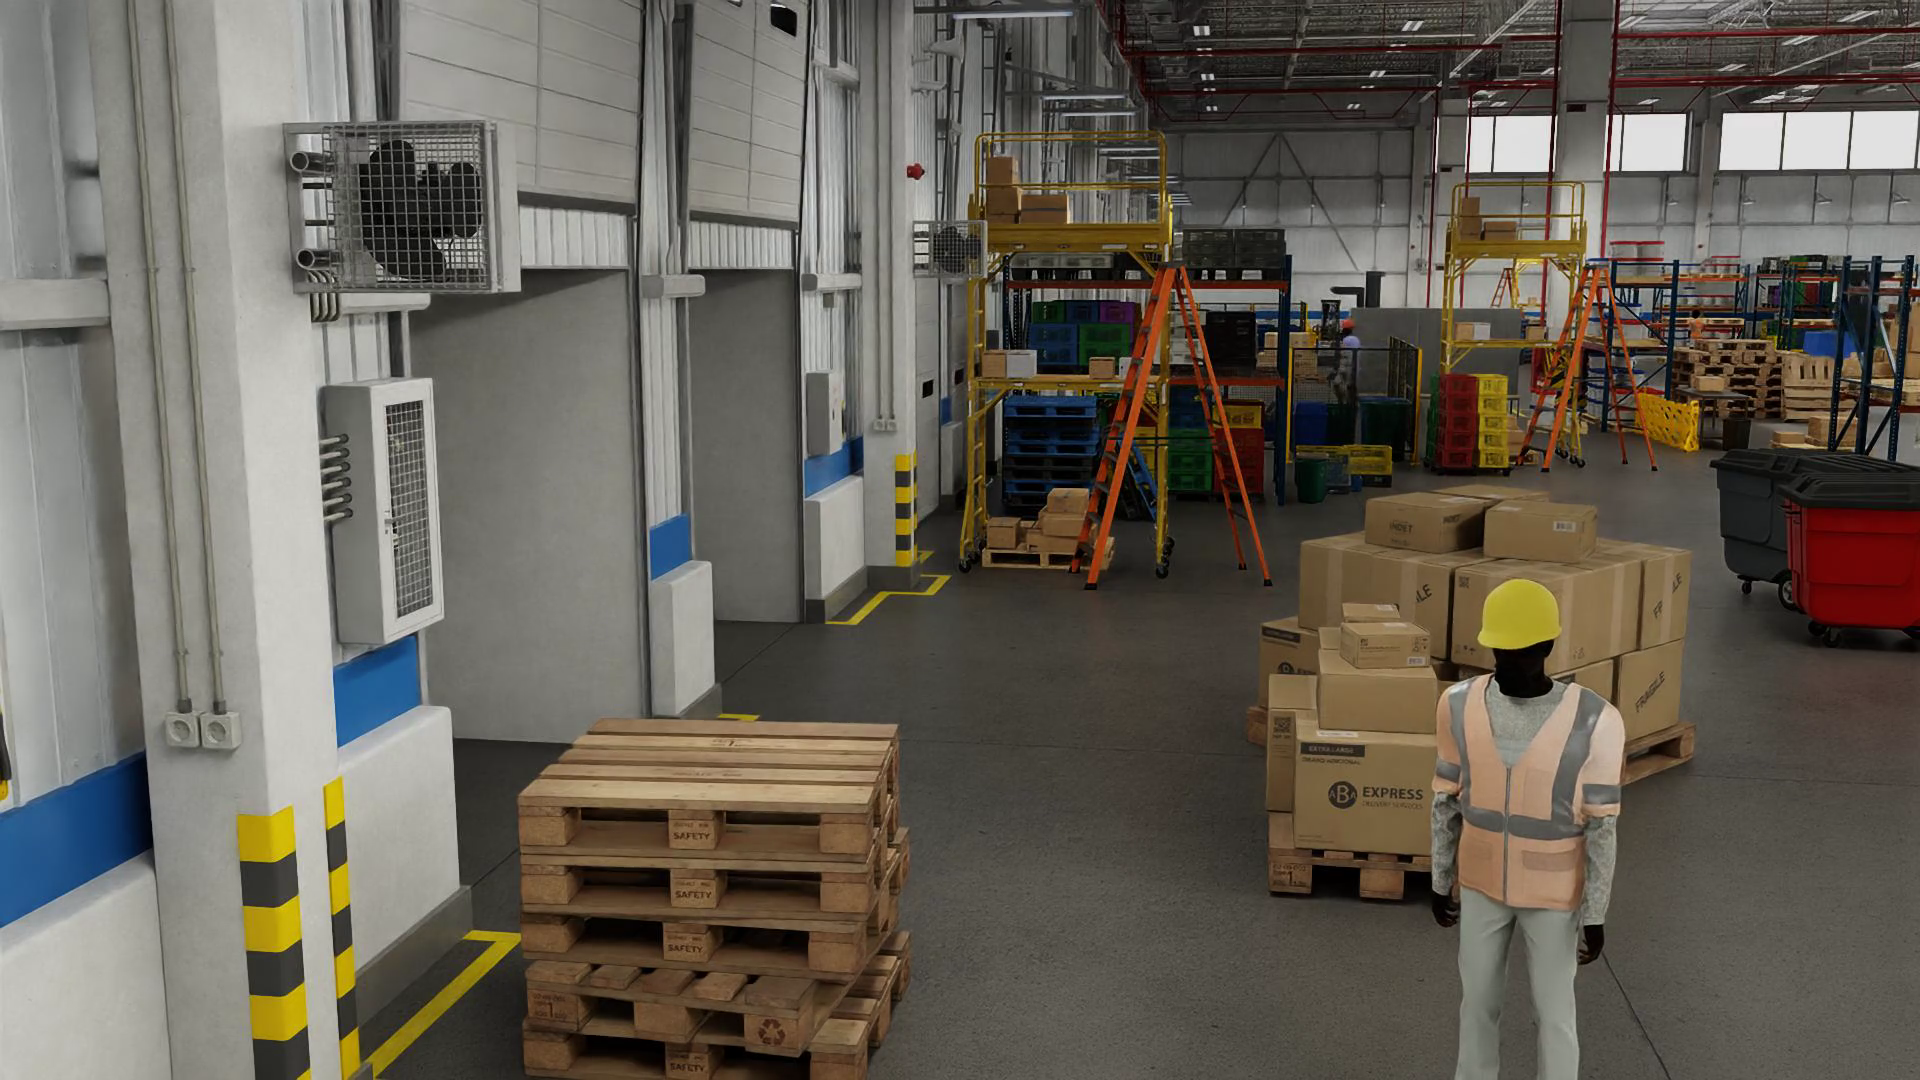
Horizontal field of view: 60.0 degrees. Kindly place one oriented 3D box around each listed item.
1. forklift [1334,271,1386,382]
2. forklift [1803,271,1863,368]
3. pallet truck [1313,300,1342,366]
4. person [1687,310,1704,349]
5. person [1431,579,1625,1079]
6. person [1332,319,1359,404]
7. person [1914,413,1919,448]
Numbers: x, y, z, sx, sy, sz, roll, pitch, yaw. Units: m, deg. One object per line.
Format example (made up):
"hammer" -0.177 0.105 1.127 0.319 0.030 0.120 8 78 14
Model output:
"forklift" 10.436 -5.400 42.069 1.873 2.768 1.129 1 9 9
"forklift" 25.475 -6.337 47.851 1.873 2.768 1.129 0 9 2
"pallet truck" 11.159 -6.200 49.718 0.823 1.965 1.885 4 10 26
"person" 21.877 -6.009 49.498 0.530 1.689 0.322 -3 10 -17
"person" 1.727 1.064 5.169 0.585 1.919 0.397 7 12 37
"person" 7.413 -3.297 32.058 0.615 1.912 0.553 8 12 42
"person" 15.569 -2.337 26.694 0.319 1.740 0.483 5 11 30
